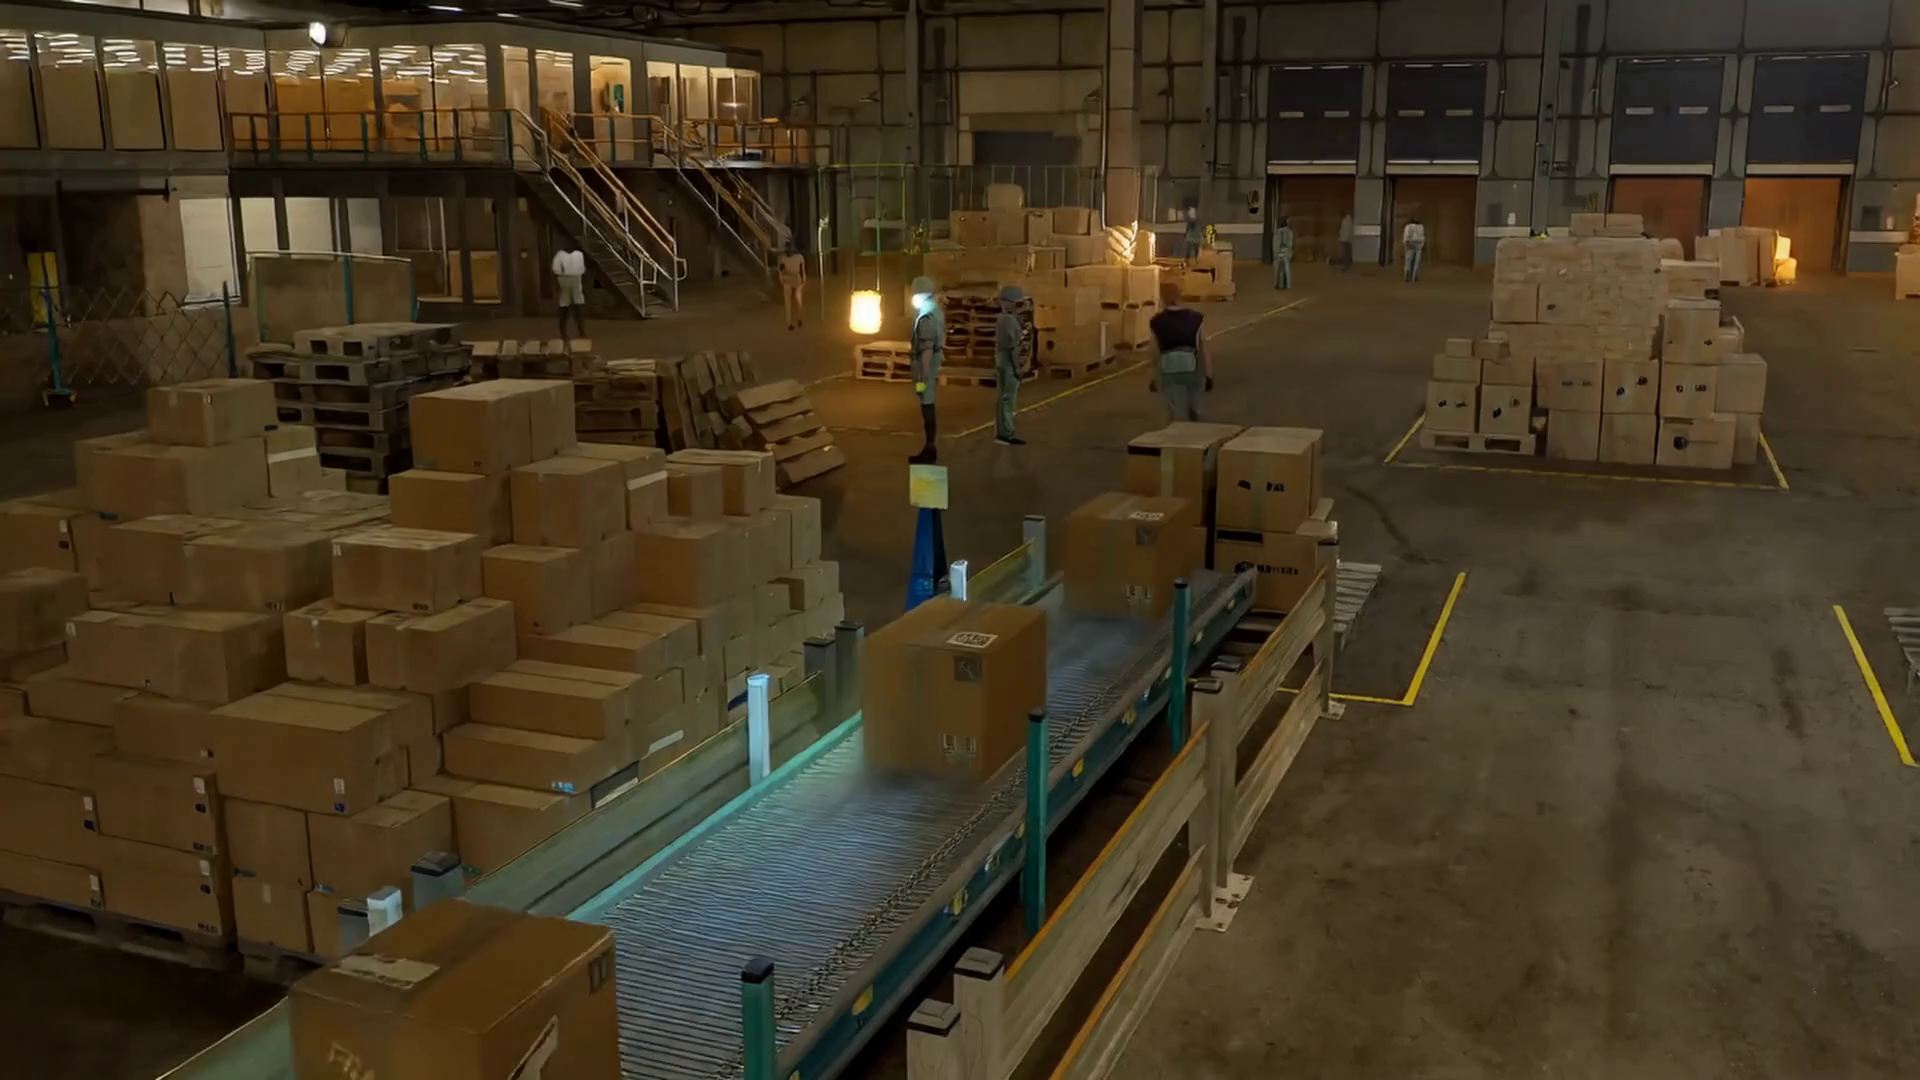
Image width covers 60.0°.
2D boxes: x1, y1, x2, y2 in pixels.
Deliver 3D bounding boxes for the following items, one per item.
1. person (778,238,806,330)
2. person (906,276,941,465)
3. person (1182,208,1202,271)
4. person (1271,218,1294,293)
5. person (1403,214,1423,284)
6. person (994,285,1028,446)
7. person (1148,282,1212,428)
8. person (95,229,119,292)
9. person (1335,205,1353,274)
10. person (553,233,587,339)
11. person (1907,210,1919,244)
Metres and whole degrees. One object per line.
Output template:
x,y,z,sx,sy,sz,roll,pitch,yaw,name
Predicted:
-3.186,-4.855,31.549,0.516,1.730,0.355,0,13,2,person
-0.376,-1.723,17.047,0.361,1.938,0.545,1,13,3,person
6.967,-8.946,49.573,0.564,1.889,1.006,-4,13,-18,person
7.960,-7.042,41.140,0.621,1.837,0.429,-10,16,-37,person
12.065,-7.738,44.252,0.625,1.841,0.429,-8,15,-32,person
0.549,-1.922,18.328,0.310,1.769,0.525,-5,13,-20,person
2.275,-1.688,17.043,0.706,1.874,0.448,1,13,6,person
-19.337,-6.292,37.709,0.664,1.852,0.986,1,13,6,person
11.151,-8.690,48.195,0.435,1.980,0.652,10,16,38,person
-6.910,-4.474,29.473,0.640,1.892,1.071,-8,15,-32,person
25.834,-7.951,45.003,0.384,1.928,0.589,2,13,9,person
